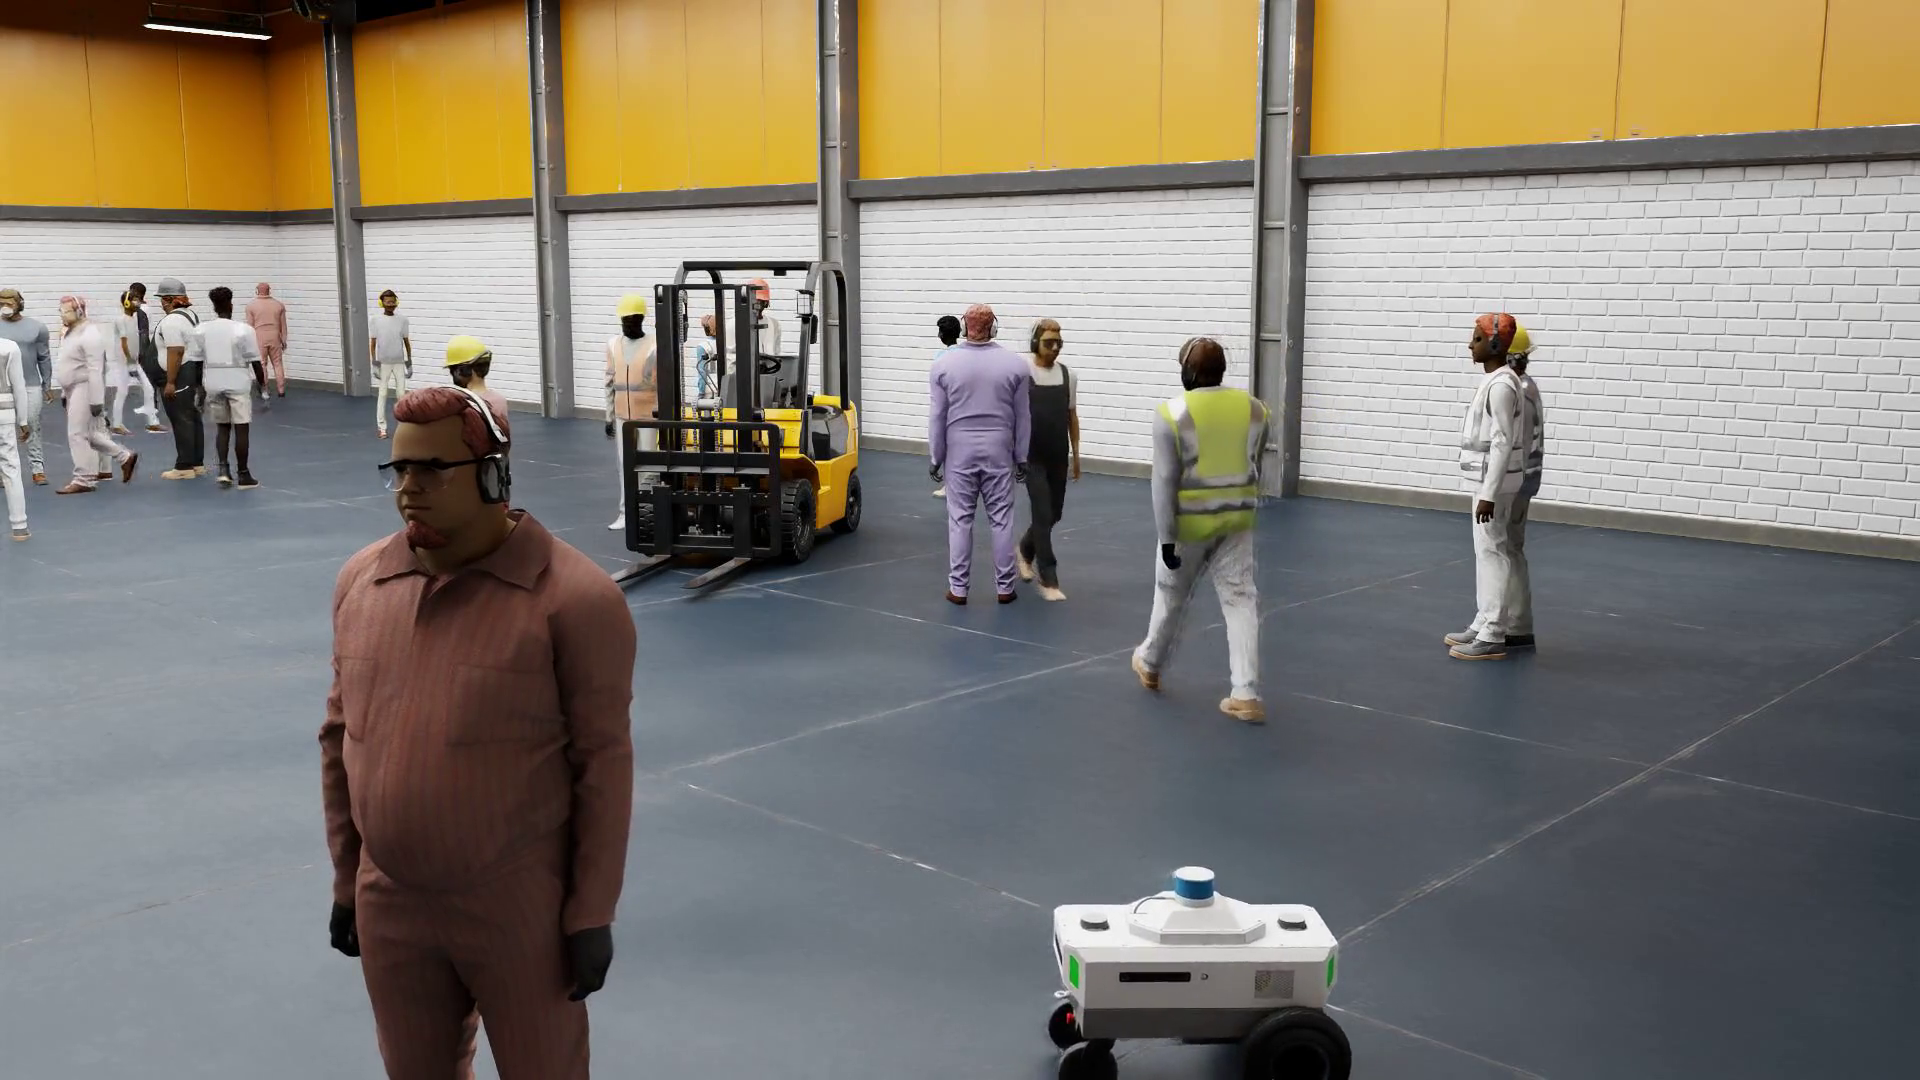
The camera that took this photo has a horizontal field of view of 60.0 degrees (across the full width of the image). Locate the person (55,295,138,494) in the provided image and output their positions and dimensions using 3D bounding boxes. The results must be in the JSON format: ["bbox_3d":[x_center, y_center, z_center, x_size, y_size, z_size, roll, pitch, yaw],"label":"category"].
[{"bbox_3d":[-8.272,-1.389,15.815,0.688,1.879,0.650,-8,12,-40],"label":"person"}]

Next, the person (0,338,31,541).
[{"bbox_3d":[-7.529,-0.911,12.871,0.573,1.886,0.354,-6,11,-31],"label":"person"}]

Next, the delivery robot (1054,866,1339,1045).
[{"bbox_3d":[0.601,1.095,4.327,0.707,0.478,0.477,0,10,-3],"label":"delivery robot"}]

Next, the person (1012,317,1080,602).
[{"bbox_3d":[0.519,-0.545,10.878,0.520,1.825,0.844,-4,10,-25],"label":"person"}]

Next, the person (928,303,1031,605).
[{"bbox_3d":[0.121,-0.540,10.534,0.649,1.906,0.402,-1,9,-4],"label":"person"}]

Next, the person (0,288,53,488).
[{"bbox_3d":[-9.191,-1.483,16.227,0.629,1.936,0.372,-6,11,-34],"label":"person"}]

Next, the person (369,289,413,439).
[{"bbox_3d":[-7.117,-2.202,20.879,0.520,1.857,0.317,-6,11,-31],"label":"person"}]

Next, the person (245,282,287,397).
[{"bbox_3d":[-11.468,-3.306,27.496,0.651,1.906,0.403,-7,12,-39],"label":"person"}]

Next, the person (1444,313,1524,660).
[{"bbox_3d":[2.877,-0.288,9.063,0.356,1.883,0.574,2,10,13],"label":"person"}]

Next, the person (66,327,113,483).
[{"bbox_3d":[-8.669,-1.380,16.513,0.279,1.634,0.499,2,9,10],"label":"person"}]

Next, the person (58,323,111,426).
[{"bbox_3d":[-11.653,-2.313,22.123,0.571,1.661,0.545,-6,11,-34],"label":"person"}]

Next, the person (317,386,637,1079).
[{"bbox_3d":[-0.936,0.664,3.157,0.639,1.908,0.409,2,10,15],"label":"person"}]

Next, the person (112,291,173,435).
[{"bbox_3d":[-10.472,-2.234,21.164,0.824,1.834,0.542,0,9,1],"label":"person"}]

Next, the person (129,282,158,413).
[{"bbox_3d":[-12.028,-2.826,24.509,0.392,1.922,0.591,-5,10,-27],"label":"person"}]

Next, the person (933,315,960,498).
[{"bbox_3d":[-0.073,-1.237,15.463,0.319,1.693,0.533,4,10,25],"label":"person"}]

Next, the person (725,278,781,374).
[{"bbox_3d":[-1.876,-1.393,15.369,0.605,2.037,0.394,-8,12,-40],"label":"person"}]

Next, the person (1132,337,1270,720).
[{"bbox_3d":[1.173,-0.077,8.045,0.627,1.788,0.995,-3,10,-16],"label":"person"}]

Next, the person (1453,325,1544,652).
[{"bbox_3d":[3.031,-0.290,9.274,0.468,1.832,0.613,2,10,13],"label":"person"}]

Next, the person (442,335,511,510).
[{"bbox_3d":[-2.664,-0.251,9.194,0.311,1.769,0.522,2,9,12],"label":"person"}]

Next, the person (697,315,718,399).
[{"bbox_3d":[-2.574,-1.545,17.507,0.314,1.642,0.515,6,11,33],"label":"person"}]

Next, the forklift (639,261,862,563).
[{"bbox_3d":[-1.552,-1.040,12.721,1.214,2.155,2.313,2,9,11],"label":"forklift"}]

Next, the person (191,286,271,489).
[{"bbox_3d":[-7.006,-1.460,16.042,0.673,1.950,0.428,0,9,2],"label":"person"}]

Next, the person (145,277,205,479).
[{"bbox_3d":[-7.967,-1.641,16.874,0.539,2.000,0.688,-1,9,-6],"label":"person"}]

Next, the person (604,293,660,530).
[{"bbox_3d":[-2.612,-1.021,13.421,0.593,1.924,0.381,3,10,18],"label":"person"}]
